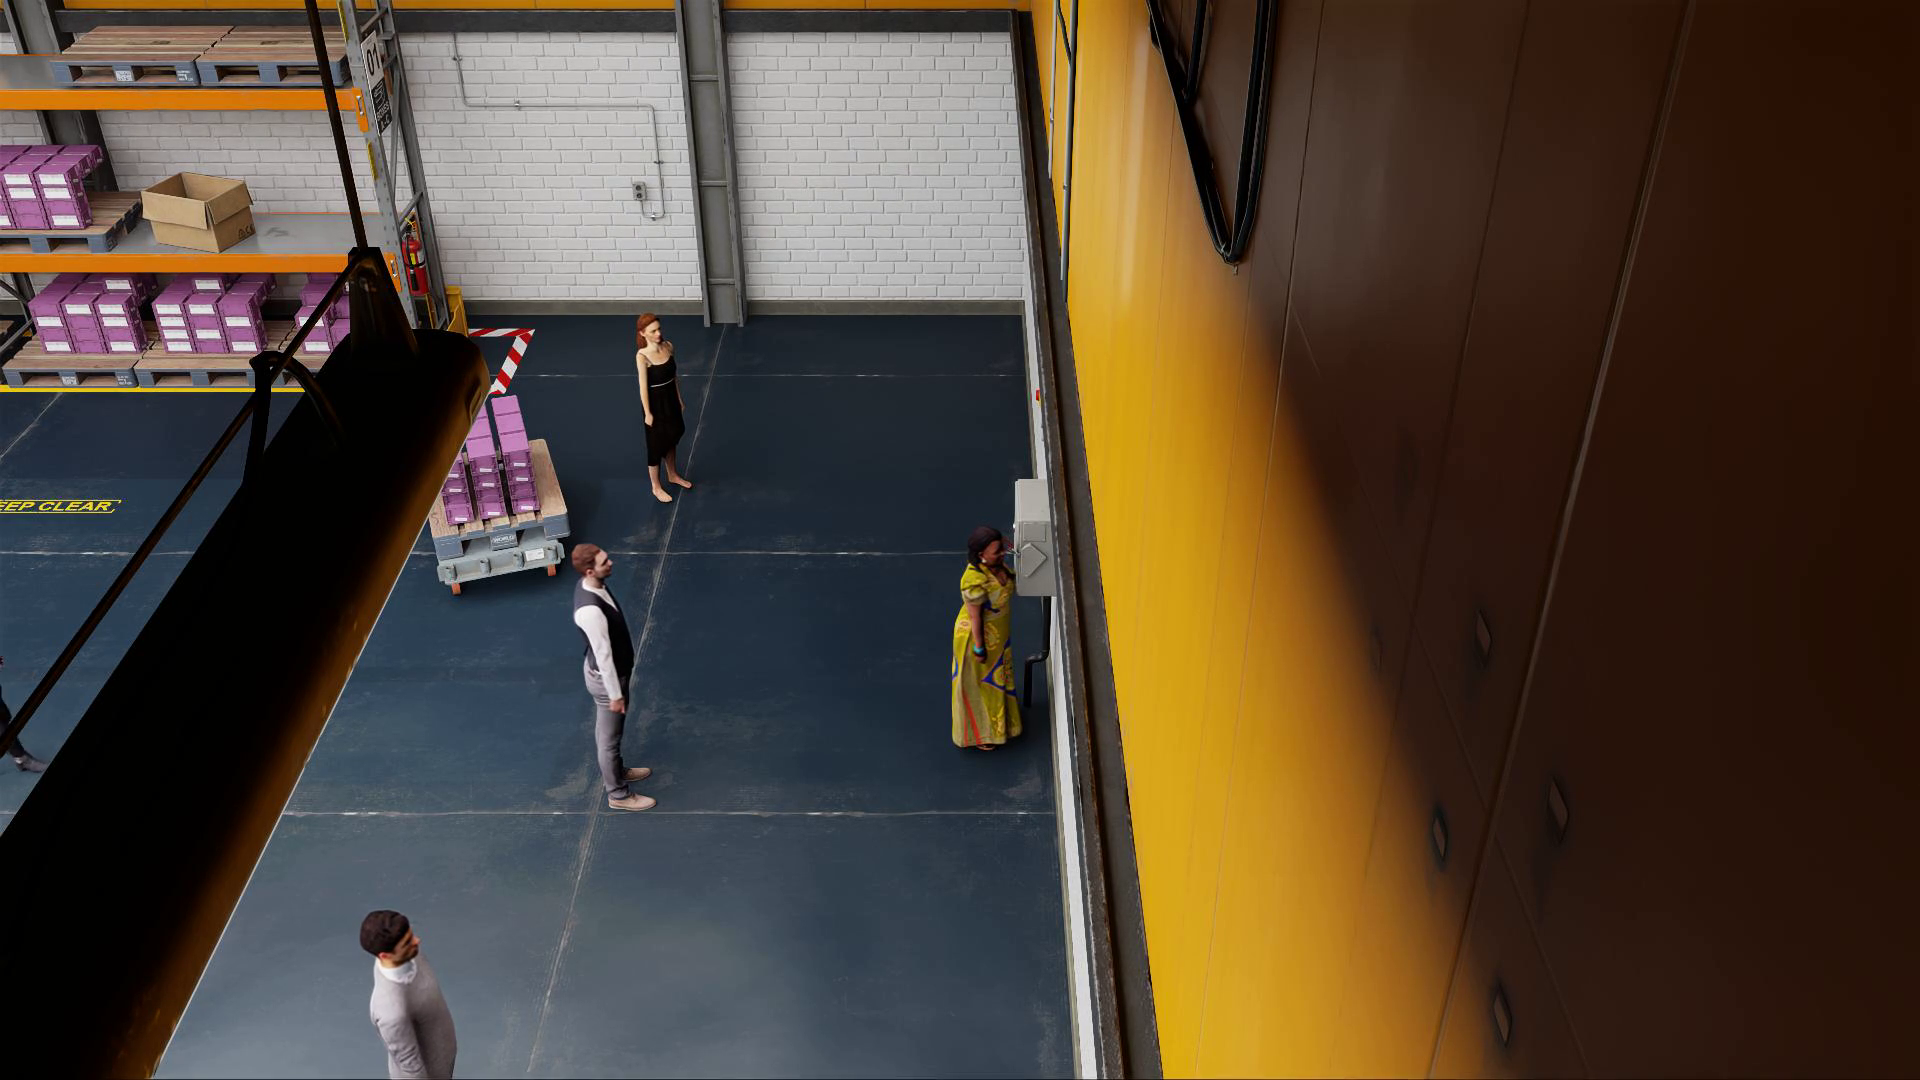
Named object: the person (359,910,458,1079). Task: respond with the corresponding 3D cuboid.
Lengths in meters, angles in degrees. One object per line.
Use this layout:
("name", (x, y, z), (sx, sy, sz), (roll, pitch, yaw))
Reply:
("person", (-2.564, 2.476, 7.921), (0.723, 1.923, 0.798), (-8, 34, -12))

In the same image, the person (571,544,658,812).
("person", (-2.208, 0.833, 10.379), (0.642, 1.938, 0.701), (-7, 34, -10))

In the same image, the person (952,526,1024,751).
("person", (0.157, 0.614, 10.960), (0.893, 1.660, 0.939), (9, 35, 13))

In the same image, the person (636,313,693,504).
("person", (-2.451, -1.109, 13.584), (0.718, 1.625, 0.674), (21, 39, 28))
